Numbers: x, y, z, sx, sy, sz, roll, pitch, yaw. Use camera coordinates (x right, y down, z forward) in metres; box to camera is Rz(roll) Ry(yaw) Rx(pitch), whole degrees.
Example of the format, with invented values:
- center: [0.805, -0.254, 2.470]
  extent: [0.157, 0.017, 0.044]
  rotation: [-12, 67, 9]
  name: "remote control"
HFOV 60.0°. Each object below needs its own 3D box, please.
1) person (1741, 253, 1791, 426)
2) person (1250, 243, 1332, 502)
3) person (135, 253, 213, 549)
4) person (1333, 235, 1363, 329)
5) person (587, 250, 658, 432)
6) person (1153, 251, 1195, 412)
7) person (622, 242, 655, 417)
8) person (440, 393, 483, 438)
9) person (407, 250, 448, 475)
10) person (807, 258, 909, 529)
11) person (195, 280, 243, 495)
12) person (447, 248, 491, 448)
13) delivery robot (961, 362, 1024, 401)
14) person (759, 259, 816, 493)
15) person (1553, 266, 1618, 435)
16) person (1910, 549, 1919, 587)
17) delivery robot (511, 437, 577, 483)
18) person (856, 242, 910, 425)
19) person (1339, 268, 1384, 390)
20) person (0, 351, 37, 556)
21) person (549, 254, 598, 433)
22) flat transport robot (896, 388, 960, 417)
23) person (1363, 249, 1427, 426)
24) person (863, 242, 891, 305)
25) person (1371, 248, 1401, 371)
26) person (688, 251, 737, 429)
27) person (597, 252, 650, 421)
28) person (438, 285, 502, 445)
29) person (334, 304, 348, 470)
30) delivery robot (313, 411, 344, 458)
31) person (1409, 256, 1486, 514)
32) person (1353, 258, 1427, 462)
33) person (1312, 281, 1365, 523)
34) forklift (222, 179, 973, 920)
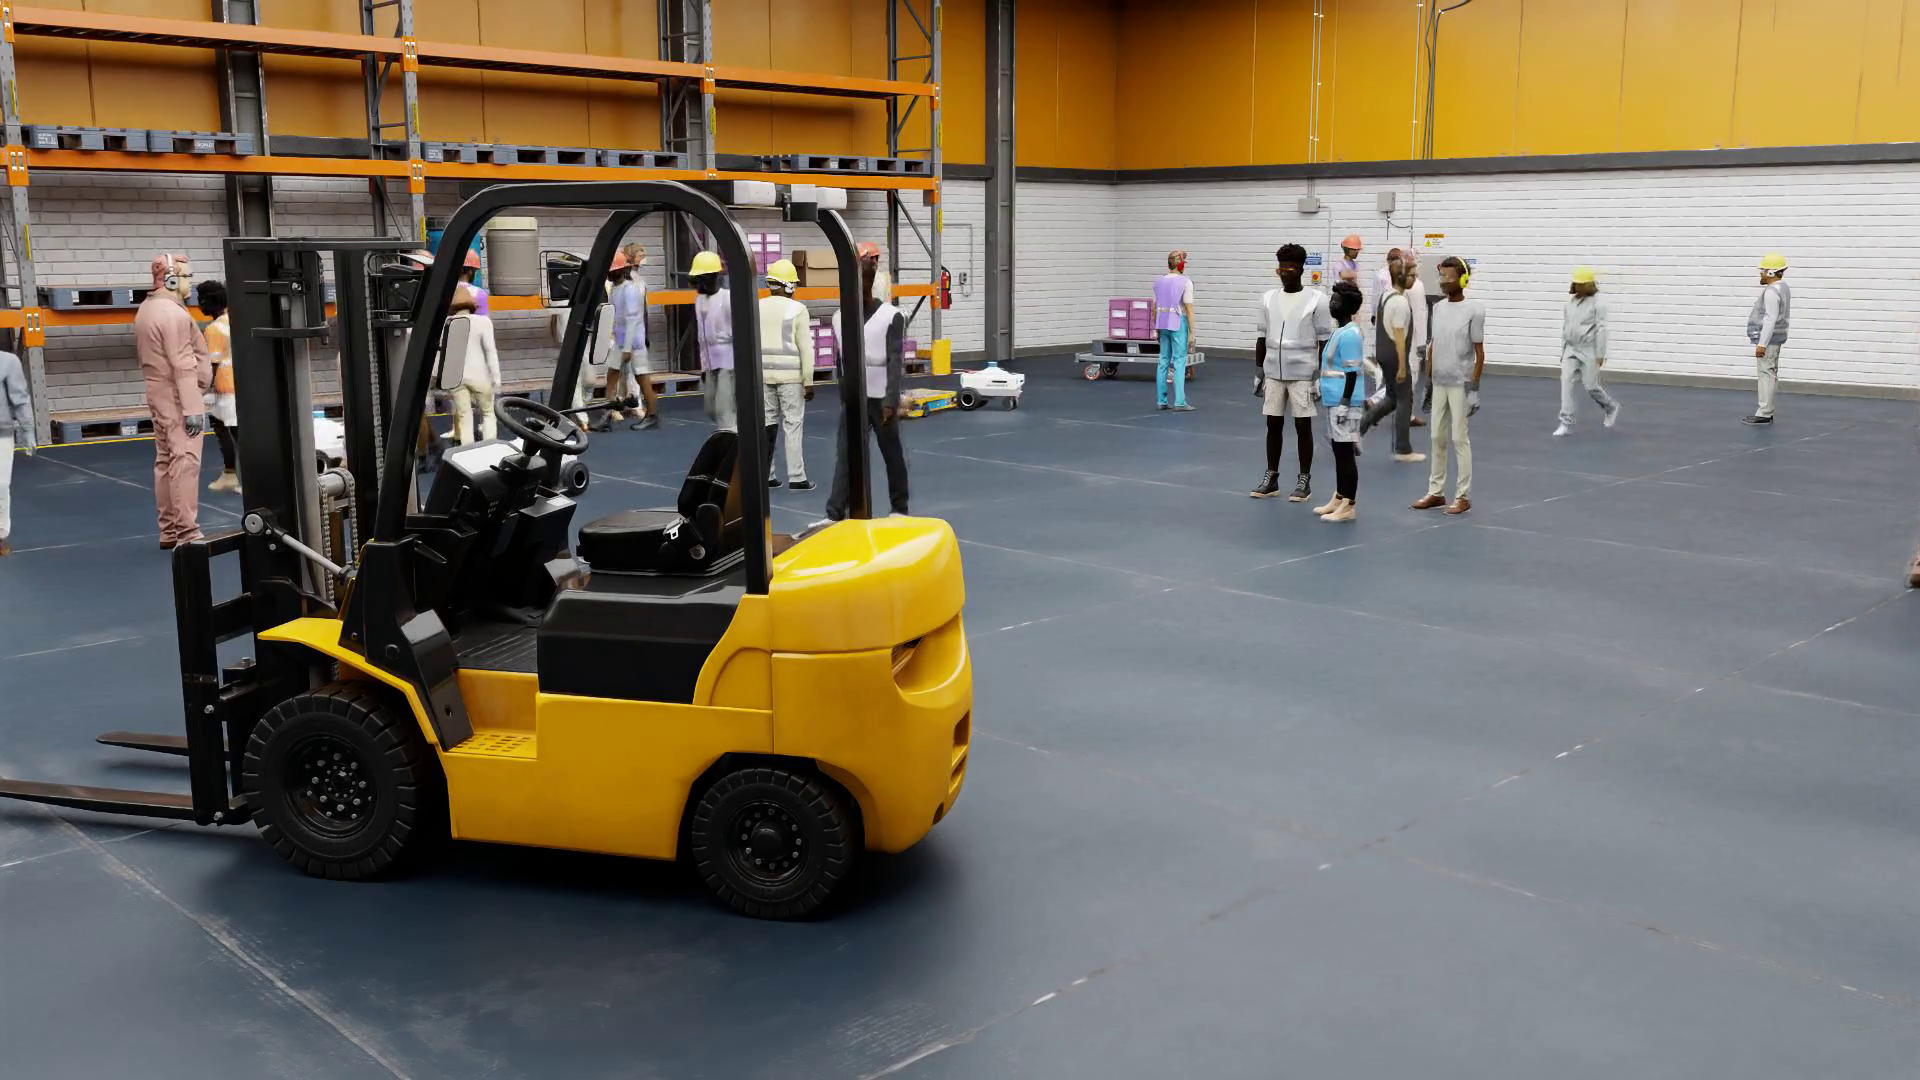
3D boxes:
- center: [8.626, -2.140, 17.781]
  extent: [0.404, 1.833, 0.590]
  rotation: [7, 12, 33]
  name: "person"
- center: [2.516, -1.274, 12.696]
  extent: [0.613, 1.962, 0.362]
  rotation: [8, 13, 37]
  name: "person"
- center: [-4.967, -0.862, 10.612]
  extent: [0.403, 1.906, 0.651]
  rotation: [-9, 14, -41]
  name: "person"
- center: [5.606, -3.377, 24.010]
  extent: [0.407, 2.030, 0.607]
  rotation: [8, 13, 37]
  name: "person"
- center: [-3.462, -2.021, 17.018]
  extent: [0.898, 1.873, 0.548]
  rotation: [-9, 14, -41]
  name: "person"
- center: [2.455, -2.394, 19.129]
  extent: [0.383, 1.845, 0.570]
  rotation: [-10, 14, -43]
  name: "person"
- center: [-3.641, -2.348, 18.626]
  extent: [0.372, 1.940, 0.630]
  rotation: [-1, 10, -3]
  name: "person"
- center: [-5.005, -1.893, 16.626]
  extent: [0.448, 1.756, 0.540]
  rotation: [-10, 14, -43]
  name: "person"
- center: [-4.561, -1.480, 14.005]
  extent: [0.435, 1.894, 0.602]
  rotation: [-10, 14, -43]
  name: "person"
- center: [-0.636, -0.944, 11.169]
  extent: [0.607, 1.864, 0.999]
  rotation: [6, 12, 30]
  name: "person"
- center: [-5.718, -1.162, 12.850]
  extent: [0.637, 1.671, 0.553]
  rotation: [-1, 10, -4]
  name: "person"
- center: [-4.503, -1.724, 15.327]
  extent: [0.551, 1.898, 0.886]
  rotation: [3, 11, 17]
  name: "person"
- center: [0.380, -1.821, 19.275]
  extent: [0.707, 0.478, 0.477]
  rotation: [3, 11, 15]
  name: "delivery robot"
- center: [-1.398, -1.285, 13.120]
  extent: [0.597, 1.831, 0.403]
  rotation: [5, 12, 27]
  name: "person"
- center: [6.383, -1.922, 16.907]
  extent: [0.709, 1.722, 0.492]
  rotation: [-7, 12, -33]
  name: "person"
- center: [5.967, -0.626, 9.473]
  extent: [1.021, 1.849, 0.646]
  rotation: [0, 10, 2]
  name: "person"
- center: [-3.283, -0.634, 12.800]
  extent: [0.477, 0.478, 0.707]
  rotation: [5, 12, 27]
  name: "delivery robot"
- center: [-0.912, -2.169, 17.609]
  extent: [0.672, 1.952, 0.690]
  rotation: [8, 13, 39]
  name: "person"
- center: [5.111, -2.678, 21.349]
  extent: [0.744, 1.608, 0.534]
  rotation: [0, 10, -2]
  name: "person"
- center: [-6.003, -0.637, 10.249]
  extent: [0.528, 1.585, 0.856]
  rotation: [-7, 12, -33]
  name: "person"
- center: [-3.935, -2.016, 17.083]
  extent: [0.577, 1.838, 0.551]
  rotation: [-6, 12, -31]
  name: "person"
- center: [-0.525, -1.572, 18.944]
  extent: [0.652, 0.197, 1.431]
  rotation: [5, 12, 25]
  name: "flat transport robot"
- center: [4.602, -2.097, 17.414]
  extent: [0.732, 1.881, 0.652]
  rotation: [-2, 11, -11]
  name: "person"
- center: [-1.134, -2.902, 21.676]
  extent: [0.385, 1.929, 0.547]
  rotation: [-9, 14, -41]
  name: "person"
- center: [6.167, -3.235, 23.731]
  extent: [0.625, 1.844, 0.429]
  rotation: [0, 10, -1]
  name: "person"
- center: [-1.985, -1.504, 14.163]
  extent: [0.709, 1.896, 0.618]
  rotation: [-9, 14, -41]
  name: "person"
- center: [-3.680, -2.235, 18.275]
  extent: [0.626, 1.844, 0.429]
  rotation: [-9, 14, -42]
  name: "person"
- center: [-4.083, -1.323, 13.923]
  extent: [0.553, 1.605, 0.518]
  rotation: [0, 10, 1]
  name: "person"
- center: [-3.235, -0.516, 9.123]
  extent: [0.329, 1.763, 0.523]
  rotation: [2, 11, 12]
  name: "person"
- center: [-5.341, -0.832, 13.879]
  extent: [0.477, 0.478, 0.707]
  rotation: [6, 12, 29]
  name: "delivery robot"
- center: [3.596, -1.113, 12.135]
  extent: [0.365, 1.879, 0.560]
  rotation: [-6, 12, -30]
  name: "person"
- center: [3.830, -1.592, 14.817]
  extent: [0.655, 1.827, 0.535]
  rotation: [-1, 10, -7]
  name: "person"
- center: [2.695, -0.971, 11.770]
  extent: [0.316, 1.700, 0.540]
  rotation: [1, 10, 4]
  name: "person"
- center: [-1.114, -0.058, 5.440]
  extent: [2.313, 2.155, 1.214]
  rotation: [2, 11, 13]
  name: "forklift"
